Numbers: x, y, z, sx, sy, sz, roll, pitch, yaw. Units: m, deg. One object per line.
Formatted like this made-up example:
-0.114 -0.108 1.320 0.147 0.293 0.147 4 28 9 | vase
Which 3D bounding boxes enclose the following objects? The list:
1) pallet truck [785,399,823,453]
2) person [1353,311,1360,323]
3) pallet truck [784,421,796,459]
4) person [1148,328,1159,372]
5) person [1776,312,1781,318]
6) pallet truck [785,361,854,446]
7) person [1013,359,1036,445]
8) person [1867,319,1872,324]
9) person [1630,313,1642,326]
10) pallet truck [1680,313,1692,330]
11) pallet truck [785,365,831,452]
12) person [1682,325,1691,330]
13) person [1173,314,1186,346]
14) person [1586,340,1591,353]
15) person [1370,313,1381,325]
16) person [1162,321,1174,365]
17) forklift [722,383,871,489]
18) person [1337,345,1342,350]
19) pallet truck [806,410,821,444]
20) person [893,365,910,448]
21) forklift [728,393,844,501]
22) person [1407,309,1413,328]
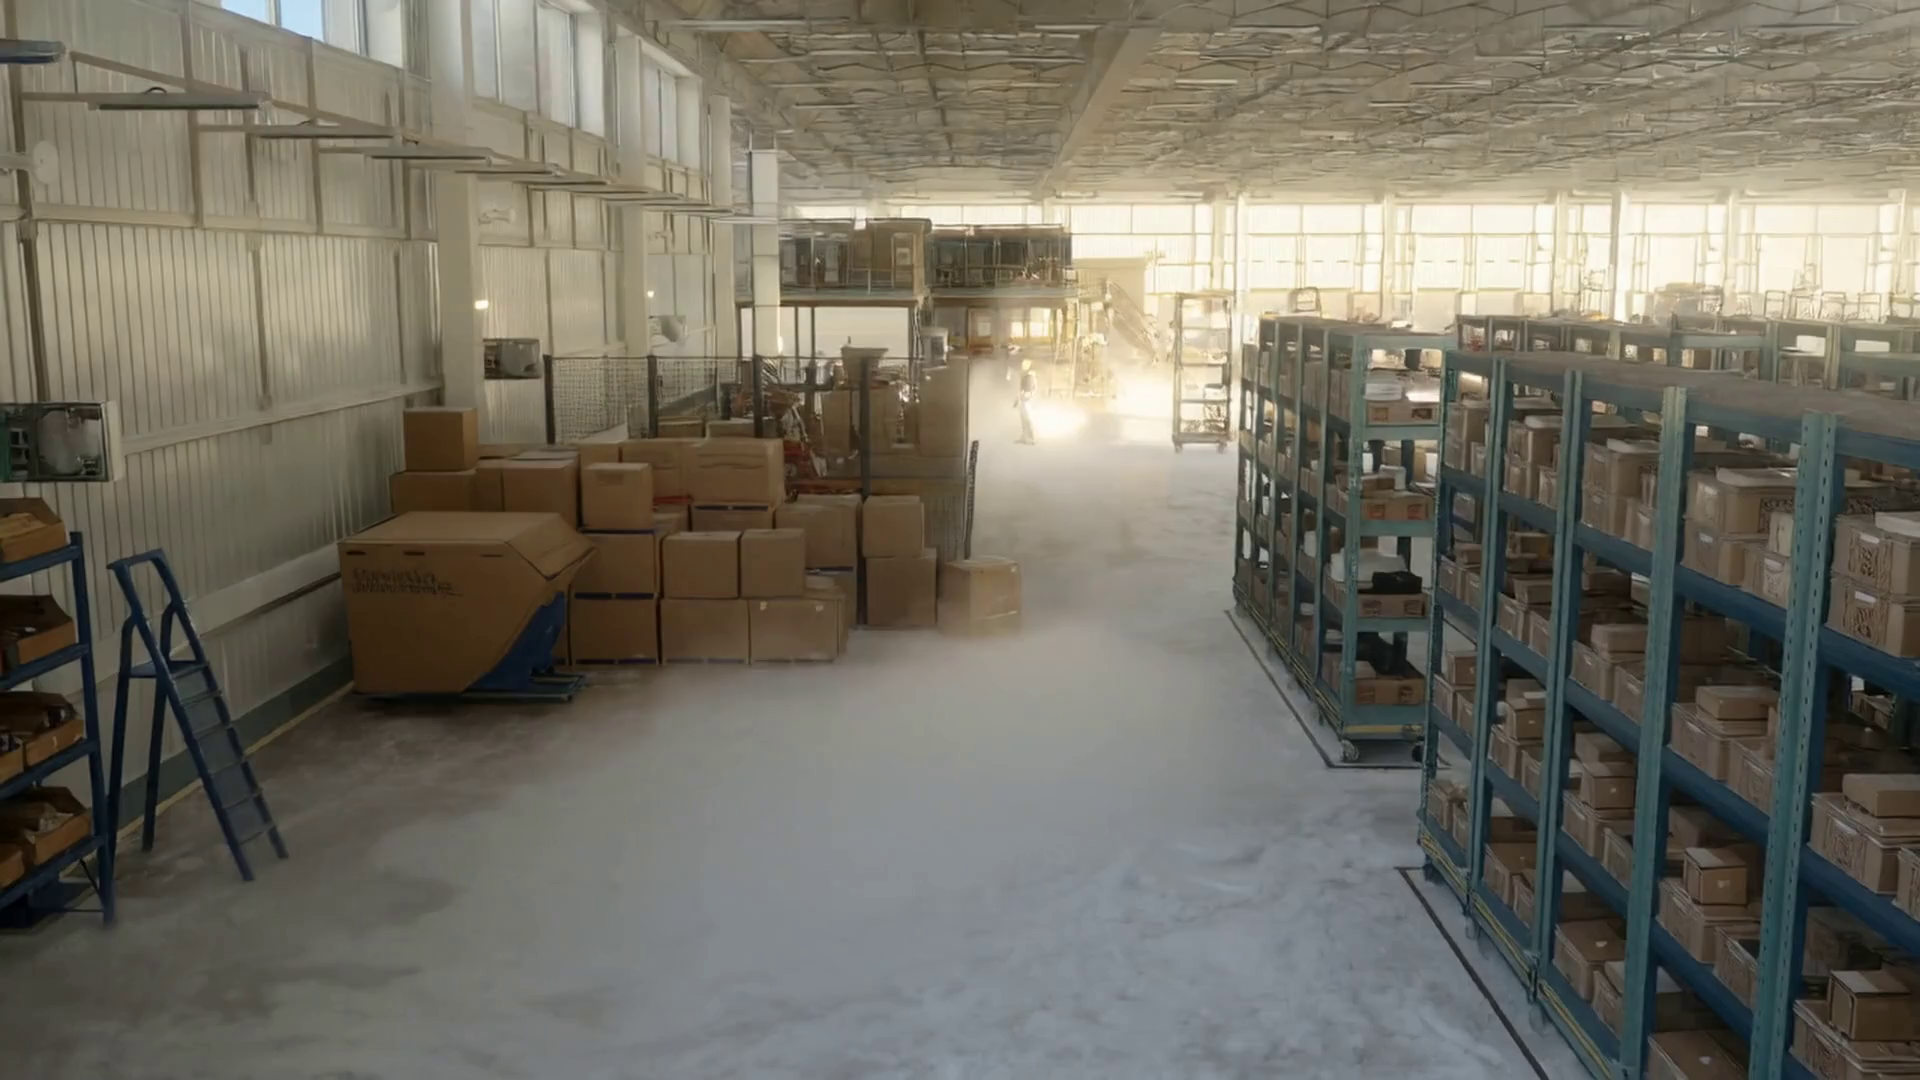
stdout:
-3.814 -2.432 36.419 1.630 1.274 0.653 0 9 1 | pallet truck
22.301 -12.006 93.818 0.429 1.842 0.632 5 11 29 | person
-4.013 -1.793 32.705 1.601 1.201 0.680 0 9 1 | pallet truck
7.859 -7.725 67.643 0.310 1.769 0.525 -8 12 -41 | person
43.961 -11.330 89.479 0.556 1.890 0.952 -4 10 -21 | person
-3.410 -3.193 38.978 1.885 1.965 0.823 0 9 -1 | pallet truck
1.519 -3.256 39.263 0.463 2.030 0.730 -5 11 -30 | person
42.252 -9.311 77.118 0.345 1.880 0.730 -5 10 -26 | person
34.649 -10.669 85.276 0.372 1.940 0.630 -8 12 -42 | person
36.315 -10.531 84.244 0.823 1.965 1.885 -6 11 -33 | pallet truck
-3.774 -2.976 37.635 1.885 1.965 0.823 1 9 5 | pallet truck
37.095 -10.521 84.758 0.636 1.811 0.790 -5 10 -29 | person
11.492 -11.039 87.831 0.784 1.863 0.582 5 11 30 | person
24.492 -7.323 64.759 0.898 1.911 0.555 8 12 40 | person
21.713 -10.951 87.161 0.655 1.903 0.912 6 11 34 | person
9.025 -8.539 72.075 0.657 1.947 0.495 -5 10 -27 | person
-2.893 -1.687 28.729 2.680 1.987 1.157 0 9 -1 | forklift
15.080 -7.631 66.781 0.556 1.855 0.387 2 9 11 | person
-3.559 -2.018 33.905 1.522 1.261 0.704 0 9 -1 | pallet truck
-1.345 -3.111 38.750 0.409 1.906 0.652 0 9 2 | person
-2.979 -1.316 26.476 2.680 1.987 1.157 0 9 1 | forklift
25.591 -12.173 94.621 0.395 1.920 0.585 5 11 30 | person
